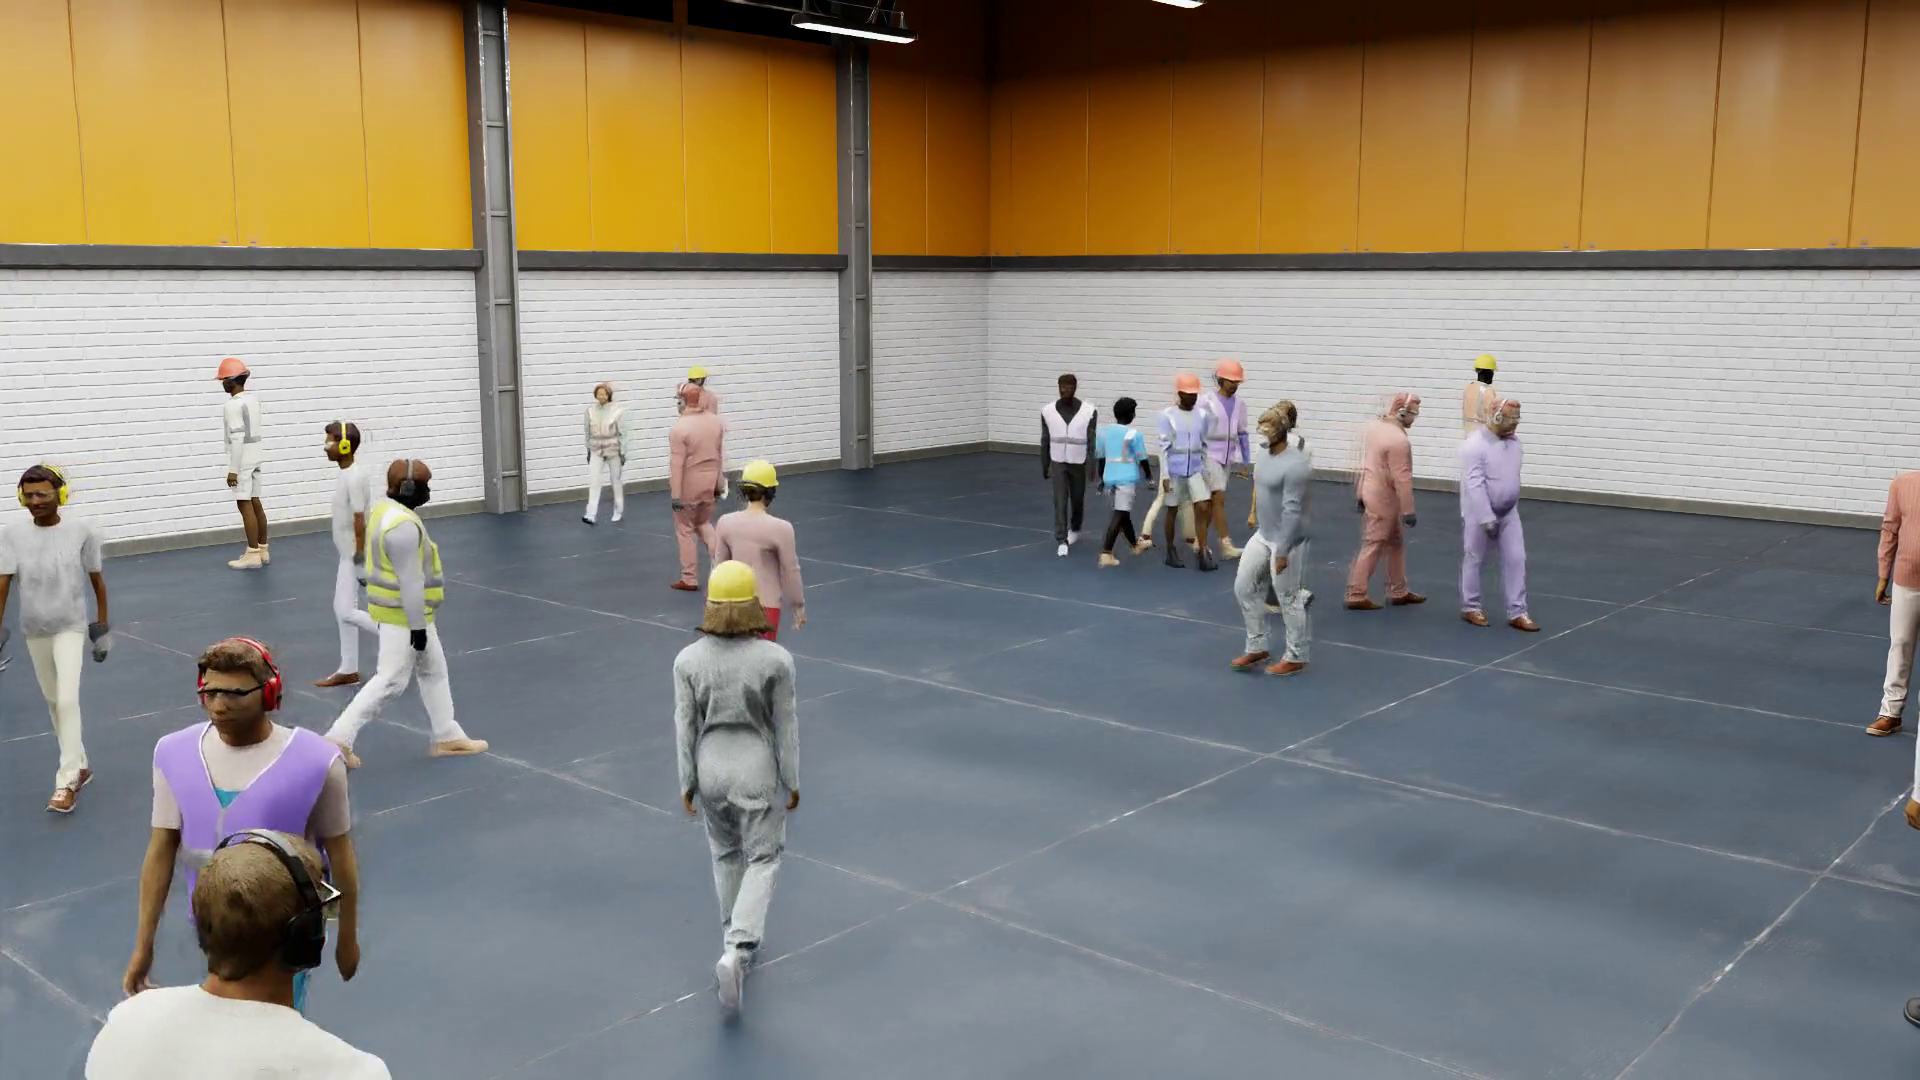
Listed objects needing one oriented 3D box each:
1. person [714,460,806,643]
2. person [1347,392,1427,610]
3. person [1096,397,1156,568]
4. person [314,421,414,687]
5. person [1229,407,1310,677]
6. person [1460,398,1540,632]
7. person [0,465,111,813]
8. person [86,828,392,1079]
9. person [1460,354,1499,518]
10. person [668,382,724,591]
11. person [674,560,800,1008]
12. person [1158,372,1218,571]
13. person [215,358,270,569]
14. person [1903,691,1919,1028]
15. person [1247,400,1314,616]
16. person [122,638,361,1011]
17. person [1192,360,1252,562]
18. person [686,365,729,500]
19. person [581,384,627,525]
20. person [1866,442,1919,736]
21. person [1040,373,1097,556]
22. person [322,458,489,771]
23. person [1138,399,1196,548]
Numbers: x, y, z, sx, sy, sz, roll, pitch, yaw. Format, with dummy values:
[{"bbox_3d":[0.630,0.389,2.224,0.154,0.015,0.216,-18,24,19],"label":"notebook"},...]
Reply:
[{"bbox_3d":[-1.161,0.377,10.028,0.549,1.726,0.869,5,10,27],"label":"person"},{"bbox_3d":[3.676,-0.315,14.010,0.849,1.855,0.720,0,9,-2],"label":"person"},{"bbox_3d":[1.657,-0.573,16.284,0.904,1.640,0.544,-7,12,-39],"label":"person"},{"bbox_3d":[-4.119,0.097,11.448,0.649,1.854,0.517,-4,10,-21],"label":"person"},{"bbox_3d":[2.176,0.029,11.669,0.663,1.914,0.663,-3,10,-18],"label":"person"},{"bbox_3d":[4.286,-0.193,13.207,0.641,1.866,0.812,-4,10,-23],"label":"person"},{"bbox_3d":[-4.842,0.526,8.811,0.511,1.830,0.914,-2,9,-10],"label":"person"},{"bbox_3d":[-1.227,1.440,2.815,0.634,1.921,0.762,3,10,21],"label":"person"},{"bbox_3d":[6.023,-1.183,19.238,0.360,1.929,0.587,-3,9,-16],"label":"person"},{"bbox_3d":[-2.348,-0.470,14.876,0.513,1.890,0.662,6,11,34],"label":"person"},{"bbox_3d":[-0.888,0.938,6.544,0.489,1.717,0.742,2,9,9],"label":"person"},{"bbox_3d":[2.172,-0.636,15.872,0.559,1.902,0.853,-3,9,-15],"label":"person"},{"bbox_3d":[-6.967,-0.740,16.102,0.390,2.039,0.614,0,9,-3],"label":"person"},{"bbox_3d":[3.779,0.903,6.111,0.542,1.938,0.358,2,9,12],"label":"person"},{"bbox_3d":[2.666,-0.236,13.643,0.520,1.821,0.771,-5,10,-30],"label":"person"},{"bbox_3d":[-2.097,1.173,4.878,0.575,1.790,0.978,2,9,10],"label":"person"},{"bbox_3d":[2.652,-0.780,16.504,0.629,1.990,1.002,-6,11,-32],"label":"person"},{"bbox_3d":[-3.134,-1.274,20.364,0.531,1.746,0.579,5,11,31],"label":"person"},{"bbox_3d":[-4.033,-0.964,18.863,0.534,1.590,0.877,1,9,8],"label":"person"},{"bbox_3d":[5.878,0.243,10.077,0.375,1.995,0.611,-9,12,-43],"label":"person"},{"bbox_3d":[1.126,-0.810,17.150,0.593,1.863,0.957,1,9,8],"label":"person"},{"bbox_3d":[-3.259,0.420,9.577,0.913,1.805,0.635,-3,10,-21],"label":"person"},{"bbox_3d":[2.218,-0.703,17.283,0.843,1.587,0.497,-6,11,-32],"label":"person"}]
